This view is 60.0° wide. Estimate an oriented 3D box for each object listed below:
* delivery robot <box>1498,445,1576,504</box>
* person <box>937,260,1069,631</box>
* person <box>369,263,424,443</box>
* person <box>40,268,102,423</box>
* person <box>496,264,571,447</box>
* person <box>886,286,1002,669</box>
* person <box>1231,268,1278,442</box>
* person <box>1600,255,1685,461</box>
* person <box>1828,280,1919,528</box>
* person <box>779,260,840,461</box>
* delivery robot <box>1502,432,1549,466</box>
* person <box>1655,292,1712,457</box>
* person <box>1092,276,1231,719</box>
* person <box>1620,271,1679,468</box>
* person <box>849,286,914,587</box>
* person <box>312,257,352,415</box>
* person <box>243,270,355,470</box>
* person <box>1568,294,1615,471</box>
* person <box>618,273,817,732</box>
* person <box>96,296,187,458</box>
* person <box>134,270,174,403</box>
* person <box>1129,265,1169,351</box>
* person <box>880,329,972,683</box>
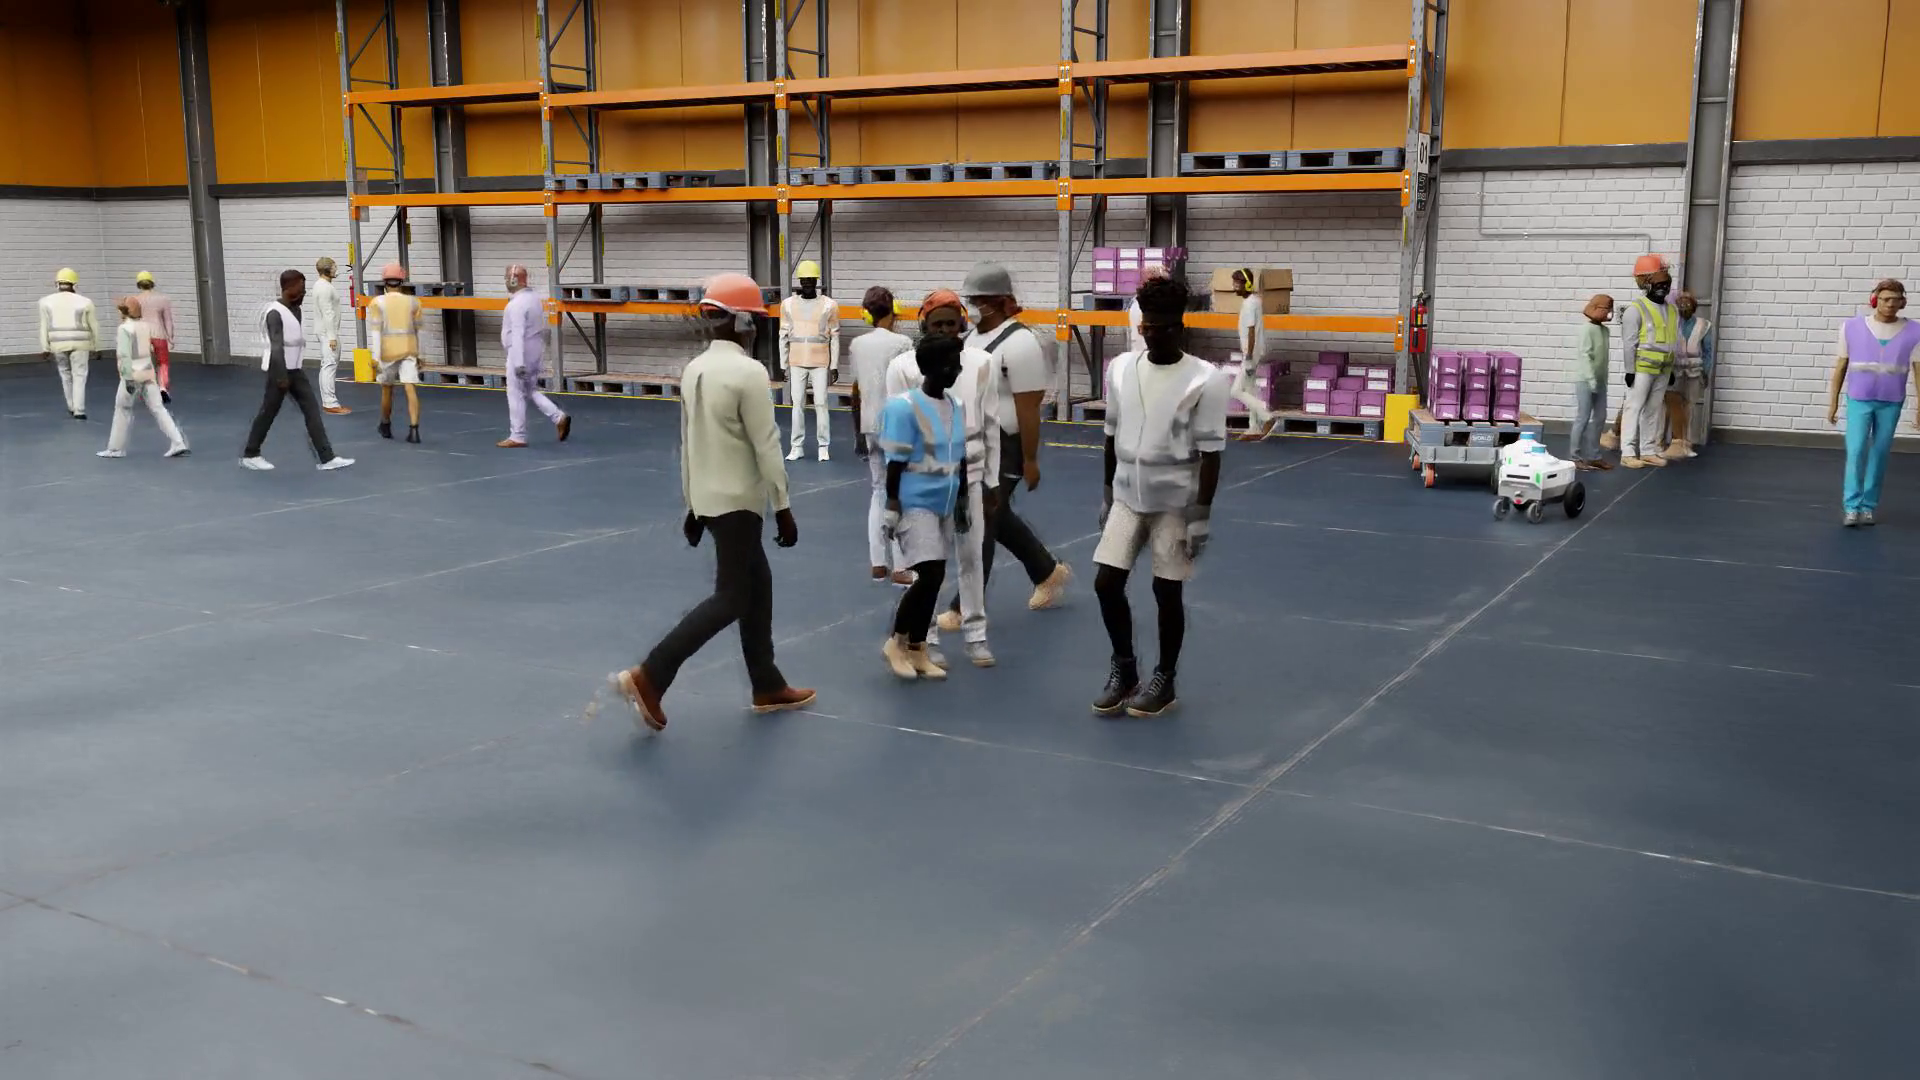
[{"bbox_3d":[4.393,-0.483,12.654,0.477,0.478,0.707,8,13,42],"label":"delivery robot"},{"bbox_3d":[0.234,-0.550,9.108,0.923,2.000,0.687,-5,11,-25],"label":"person"},{"bbox_3d":[-5.992,-1.989,17.711,0.574,1.880,1.003,-6,12,-32],"label":"person"},{"bbox_3d":[-10.514,-2.311,19.762,0.617,1.796,0.839,-2,10,-11],"label":"person"},{"bbox_3d":[-4.425,-1.878,17.063,0.674,1.888,0.663,1,10,6],"label":"person"},{"bbox_3d":[-0.080,-0.295,8.147,0.588,1.877,0.366,-3,11,-18],"label":"person"},{"bbox_3d":[3.062,-1.918,17.429,0.475,1.843,0.630,3,10,17],"label":"person"},{"bbox_3d":[6.710,-1.783,16.258,0.620,1.971,1.100,-5,11,-25],"label":"person"},{"bbox_3d":[6.707,-0.976,12.139,0.608,1.811,0.817,4,11,22],"label":"person"},{"bbox_3d":[-1.455,-1.721,16.046,0.594,1.929,0.352,1,10,6],"label":"person"},{"bbox_3d":[4.608,-0.636,13.538,0.477,0.478,0.707,3,10,15],"label":"delivery robot"},{"bbox_3d":[7.060,-1.610,16.292,0.528,1.618,0.350,2,10,13],"label":"person"},{"bbox_3d":[0.829,-0.157,7.161,0.640,1.936,0.560,7,12,35],"label":"person"},{"bbox_3d":[6.487,-1.597,15.614,0.624,1.841,0.430,-5,11,-26],"label":"person"},{"bbox_3d":[-0.397,-0.635,10.221,0.318,1.822,0.762,-9,14,-42],"label":"person"},{"bbox_3d":[-7.755,-2.506,20.474,0.372,1.940,0.630,-5,11,-25],"label":"person"},{"bbox_3d":[-6.204,-1.558,15.357,1.049,1.857,0.614,1,10,5],"label":"person"},{"bbox_3d":[5.858,-1.449,15.358,0.513,1.629,0.344,-9,13,-40],"label":"person"},{"bbox_3d":[-1.052,-0.157,7.126,0.895,1.961,0.622,-6,12,-32],"label":"person"},{"bbox_3d":[-8.019,-1.587,16.249,0.871,1.593,0.534,1,10,6],"label":"person"},{"bbox_3d":[-10.477,-2.605,21.528,0.543,1.755,0.381,-6,12,-29],"label":"person"},{"bbox_3d":[1.873,-1.591,15.432,0.719,1.880,0.687,-3,10,-17],"label":"person"},{"bbox_3d":[-0.145,-0.151,7.842,0.359,1.679,0.539,7,12,35],"label":"person"}]
